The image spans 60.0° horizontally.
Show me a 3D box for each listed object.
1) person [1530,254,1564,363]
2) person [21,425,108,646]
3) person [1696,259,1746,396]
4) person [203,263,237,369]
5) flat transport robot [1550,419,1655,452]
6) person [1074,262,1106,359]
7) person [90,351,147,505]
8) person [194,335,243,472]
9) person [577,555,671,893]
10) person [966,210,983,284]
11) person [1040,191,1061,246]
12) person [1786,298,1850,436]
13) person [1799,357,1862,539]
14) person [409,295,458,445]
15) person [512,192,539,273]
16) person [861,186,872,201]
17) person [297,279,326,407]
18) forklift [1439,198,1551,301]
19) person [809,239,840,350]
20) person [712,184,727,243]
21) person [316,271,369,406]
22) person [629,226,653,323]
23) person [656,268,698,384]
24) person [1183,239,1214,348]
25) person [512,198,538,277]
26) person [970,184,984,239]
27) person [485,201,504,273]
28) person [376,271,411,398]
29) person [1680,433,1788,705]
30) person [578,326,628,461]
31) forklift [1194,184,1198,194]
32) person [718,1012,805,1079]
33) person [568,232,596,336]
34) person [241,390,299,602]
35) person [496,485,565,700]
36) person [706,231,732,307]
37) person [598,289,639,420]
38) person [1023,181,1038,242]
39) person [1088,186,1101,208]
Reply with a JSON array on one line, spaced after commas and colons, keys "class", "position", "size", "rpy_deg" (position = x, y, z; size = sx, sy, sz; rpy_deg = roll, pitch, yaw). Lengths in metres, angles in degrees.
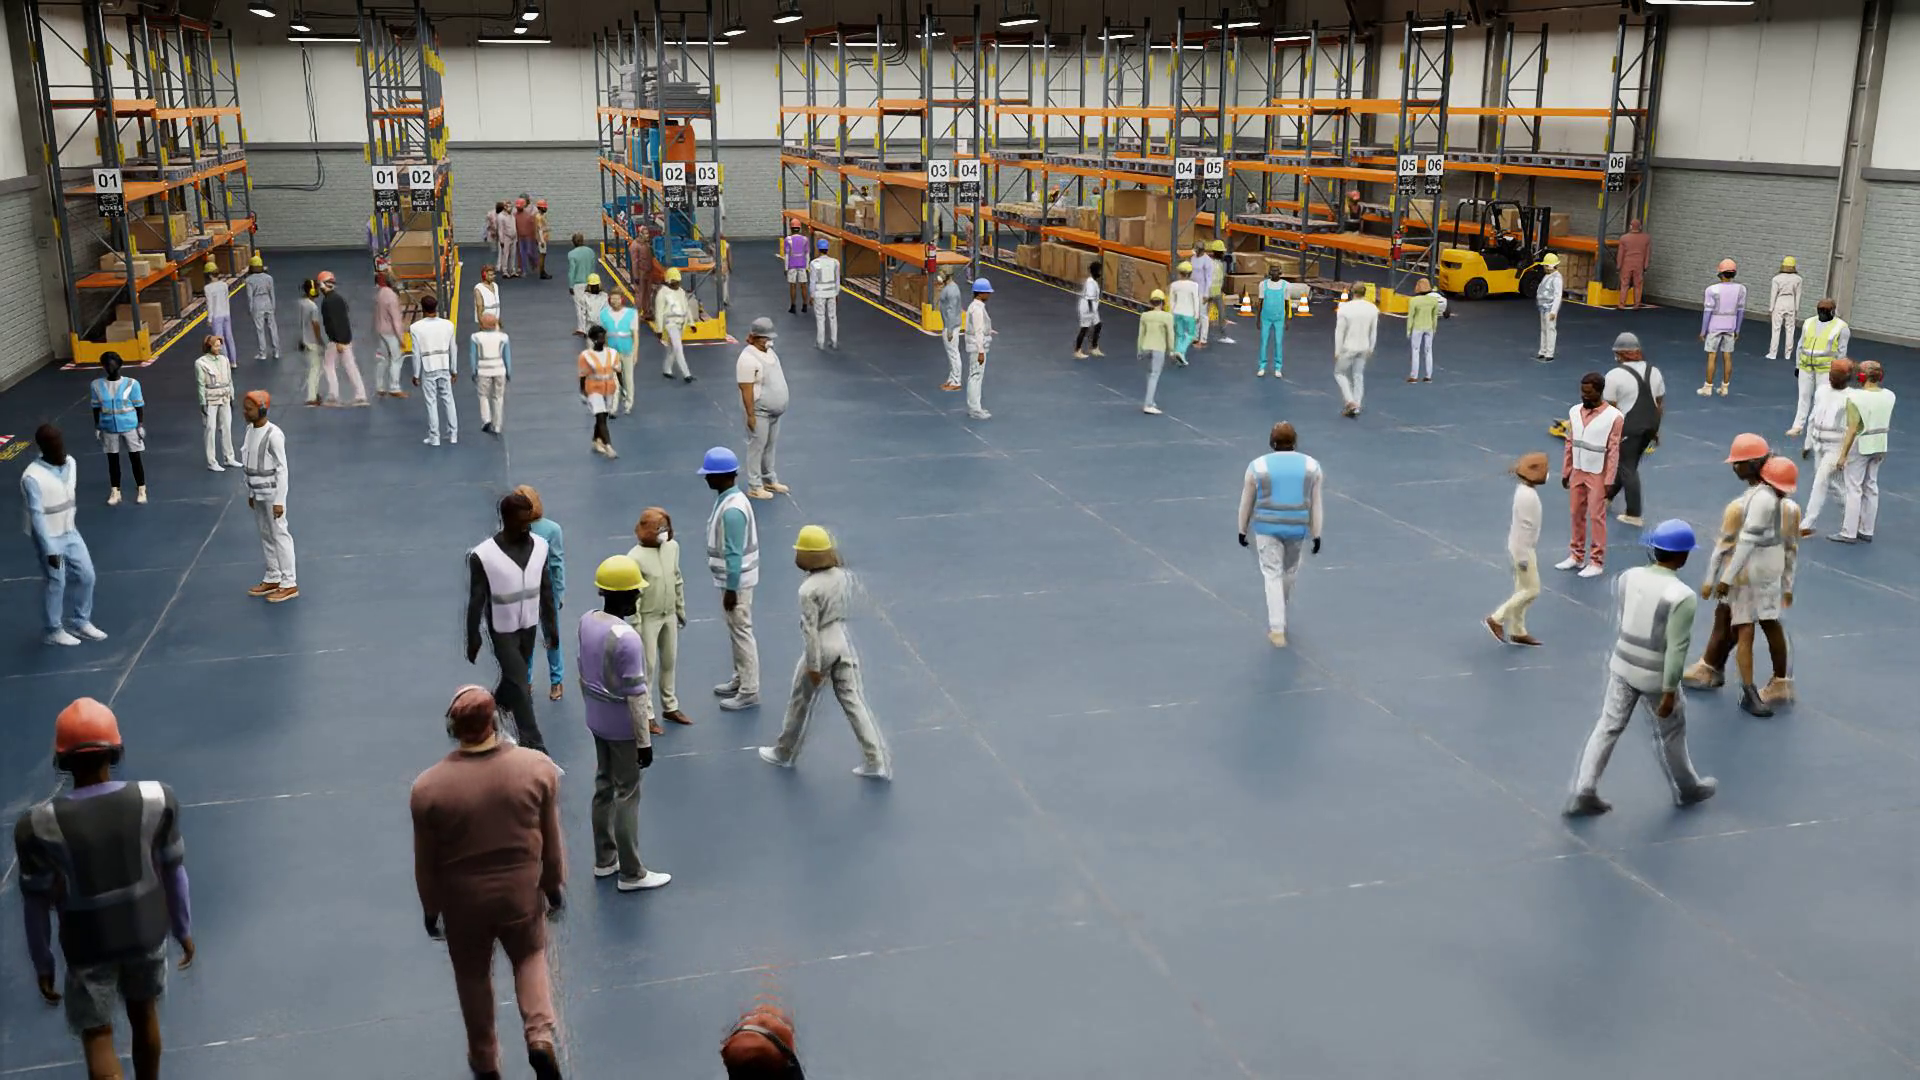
[{"class": "person", "position": [9.919, -3.907, 28.055], "size": [0.404, 1.825, 0.587], "rpy_deg": [0, 15, 1]}, {"class": "person", "position": [-7.268, -0.024, 13.352], "size": [0.555, 1.867, 0.627], "rpy_deg": [2, 15, 8]}, {"class": "person", "position": [11.350, -3.160, 24.824], "size": [0.608, 2.044, 0.372], "rpy_deg": [-1, 15, -3]}, {"class": "person", "position": [-12.128, -3.638, 27.171], "size": [0.337, 1.760, 0.526], "rpy_deg": [4, 15, 15]}, {"class": "flat transport robot", "position": [8.256, -1.347, 21.396], "size": [0.652, 0.197, 1.431], "rpy_deg": [-2, 15, -9]}, {"class": "person", "position": [2.254, -3.910, 28.353], "size": [0.651, 1.660, 0.546], "rpy_deg": [3, 15, 12]}, {"class": "person", "position": [-9.187, -1.221, 18.197], "size": [0.565, 1.695, 0.318], "rpy_deg": [-3, 15, -10]}, {"class": "person", "position": [-8.894, -1.641, 19.898], "size": [0.313, 1.634, 0.514], "rpy_deg": [6, 16, 21]}, {"class": "person", "position": [-1.893, 1.019, 9.321], "size": [0.381, 1.924, 0.594], "rpy_deg": [-13, 19, -39]}, {"class": "person", "position": [0.355, -7.074, 40.084], "size": [0.311, 1.768, 0.533], "rpy_deg": [13, 20, 40]}, {"class": "person", "position": [2.566, -9.112, 47.738], "size": [0.988, 1.762, 0.604], "rpy_deg": [5, 16, 17]}, {"class": "person", "position": [11.226, -2.243, 21.764], "size": [0.429, 1.842, 0.622], "rpy_deg": [-11, 19, -37]}, {"class": "person", "position": [8.868, -0.938, 16.831], "size": [0.885, 1.856, 0.580], "rpy_deg": [-4, 15, -14]}, {"class": "person", "position": [-6.738, -2.176, 21.361], "size": [0.597, 1.916, 0.371], "rpy_deg": [-13, 19, -39]}, {"class": "person", "position": [-11.093, -7.862, 42.522], "size": [0.694, 2.000, 0.535], "rpy_deg": [-3, 15, -11]}, {"class": "person", "position": [-2.757, -9.540, 49.211], "size": [0.368, 1.853, 0.489], "rpy_deg": [-10, 18, -33]}, {"class": "person", "position": [-9.323, -2.851, 24.040], "size": [0.537, 1.842, 0.508], "rpy_deg": [14, 20, 42]}, {"class": "forklift", "position": [11.913, -6.508, 37.130], "size": [2.313, 2.155, 1.214], "rpy_deg": [-4, 15, -15]}, {"class": "person", "position": [-2.408, -4.355, 29.500], "size": [0.617, 1.946, 0.393], "rpy_deg": [-10, 18, -33]}, {"class": "person", "position": [-7.413, -10.055, 51.180], "size": [0.404, 1.827, 0.600], "rpy_deg": [-10, 18, -32]}, {"class": "person", "position": [-8.972, -2.888, 23.978], "size": [0.798, 1.941, 0.639], "rpy_deg": [2, 15, 7]}, {"class": "person", "position": [-6.282, -5.271, 33.057], "size": [0.400, 1.900, 0.647], "rpy_deg": [5, 16, 19]}, {"class": "person", "position": [-4.441, -3.363, 26.051], "size": [0.819, 1.795, 0.597], "rpy_deg": [8, 17, 27]}, {"class": "person", "position": [4.261, -4.395, 29.681], "size": [0.370, 1.934, 0.627], "rpy_deg": [-7, 16, -24]}, {"class": "person", "position": [-10.825, -7.495, 41.286], "size": [0.693, 1.967, 0.499], "rpy_deg": [2, 15, 8]}, {"class": "person", "position": [0.521, -9.645, 49.408], "size": [0.394, 1.946, 0.618], "rpy_deg": [14, 20, 43]}, {"class": "person", "position": [-11.853, -7.801, 42.746], "size": [0.687, 1.802, 0.710], "rpy_deg": [-2, 15, -8]}, {"class": "person", "position": [-8.466, -3.038, 24.663], "size": [0.436, 1.901, 0.749], "rpy_deg": [-11, 18, -36]}, {"class": "person", "position": [5.722, 0.216, 12.206], "size": [0.953, 1.986, 0.648], "rpy_deg": [5, 16, 18]}, {"class": "person", "position": [-4.436, -1.834, 20.583], "size": [0.539, 1.650, 0.873], "rpy_deg": [-12, 19, -39]}, {"class": "forklift", "position": [7.392, -11.333, 53.972], "size": [1.873, 2.768, 1.129], "rpy_deg": [-4, 15, -15]}, {"class": "person", "position": [-0.530, 2.240, 4.905], "size": [0.582, 1.822, 1.042], "rpy_deg": [1, 15, 3]}, {"class": "person", "position": [-7.079, -4.793, 31.195], "size": [0.377, 1.931, 0.647], "rpy_deg": [11, 19, 36]}, {"class": "person", "position": [-6.140, -0.395, 14.723], "size": [0.574, 1.884, 0.356], "rpy_deg": [13, 19, 40]}, {"class": "person", "position": [-3.155, 0.384, 12.285], "size": [0.501, 1.628, 0.279], "rpy_deg": [1, 15, 3]}, {"class": "person", "position": [-5.158, -5.793, 35.522], "size": [0.547, 1.615, 0.589], "rpy_deg": [-4, 15, -16]}, {"class": "person", "position": [-4.739, -2.577, 23.114], "size": [0.569, 1.792, 0.944], "rpy_deg": [0, 15, -1]}, {"class": "person", "position": [2.170, -10.181, 51.487], "size": [0.524, 1.916, 0.559], "rpy_deg": [-14, 20, -42]}, {"class": "person", "position": [4.313, -10.436, 53.007], "size": [0.525, 1.631, 0.282], "rpy_deg": [8, 17, 26]}]
